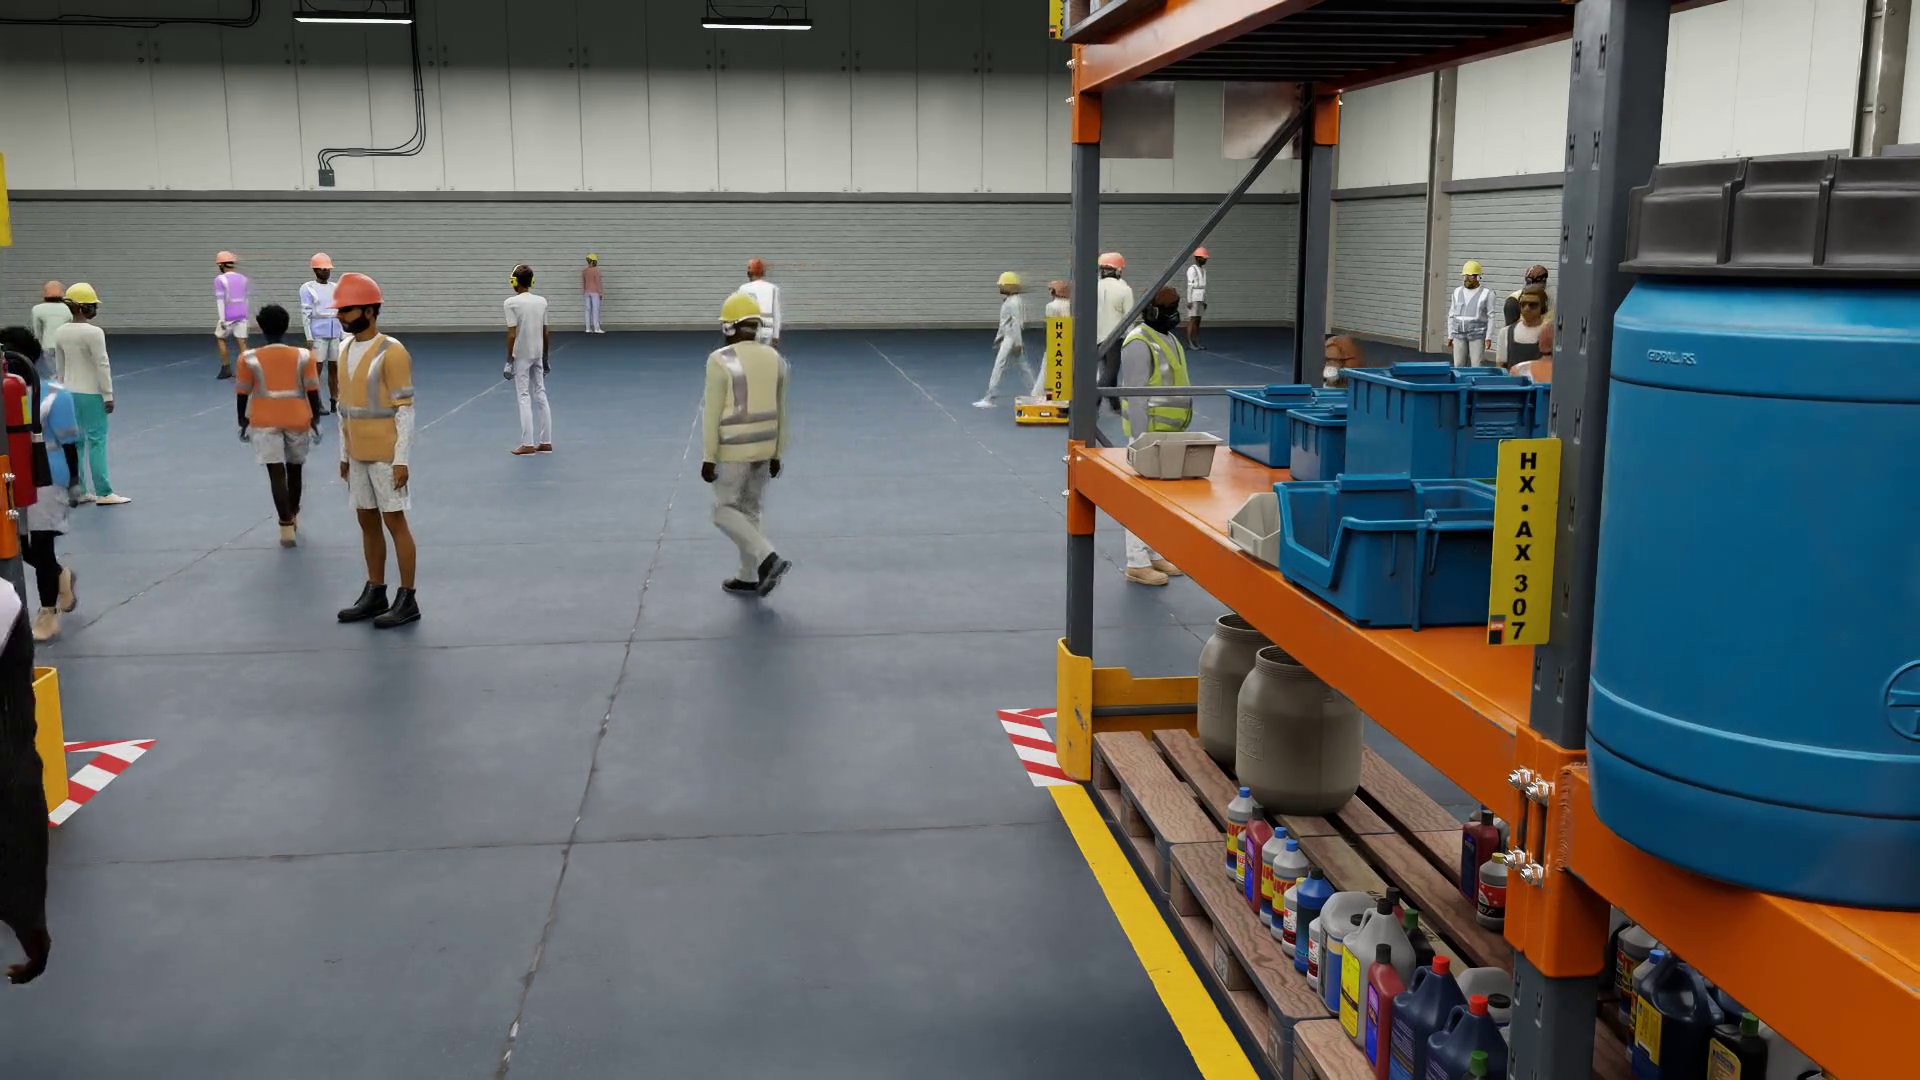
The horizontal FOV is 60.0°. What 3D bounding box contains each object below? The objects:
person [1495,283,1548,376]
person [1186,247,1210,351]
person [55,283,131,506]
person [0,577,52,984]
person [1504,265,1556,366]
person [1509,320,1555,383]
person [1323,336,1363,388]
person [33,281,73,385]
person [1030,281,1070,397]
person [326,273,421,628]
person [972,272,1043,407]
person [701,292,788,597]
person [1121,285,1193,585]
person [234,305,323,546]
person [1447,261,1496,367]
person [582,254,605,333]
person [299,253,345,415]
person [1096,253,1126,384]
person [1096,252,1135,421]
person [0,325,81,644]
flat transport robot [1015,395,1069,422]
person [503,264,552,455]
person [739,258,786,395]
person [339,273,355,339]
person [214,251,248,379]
[{"bbox_3d":[4.226,-1.001,12.375,0.524,1.808,0.954,8,13,39],"label":"person"},{"bbox_3d":[4.490,-4.530,31.317,0.388,1.932,0.551,8,13,37],"label":"person"},{"bbox_3d":[-6.952,-1.156,13.263,0.526,1.769,0.328,5,11,24],"label":"person"},{"bbox_3d":[-1.987,0.684,2.897,0.745,1.868,0.402,-6,12,-31],"label":"person"},{"bbox_3d":[5.914,-1.913,17.207,0.634,1.841,0.429,-4,11,-22],"label":"person"},{"bbox_3d":[3.579,-0.530,10.211,0.525,1.621,0.382,2,10,9],"label":"person"},{"bbox_3d":[1.966,-0.276,8.859,0.774,1.598,0.522,-10,14,-43],"label":"person"},{"bbox_3d":[-10.641,-2.244,19.651,0.503,1.615,0.500,-4,11,-20],"label":"person"},{"bbox_3d":[1.154,-2.350,20.267,0.512,1.595,0.868,-9,14,-42],"label":"person"},{"bbox_3d":[-3.227,-0.484,9.106,0.548,1.936,0.378,7,12,34],"label":"person"},{"bbox_3d":[0.642,-2.504,20.861,0.914,1.698,0.489,0,10,-2],"label":"person"},{"bbox_3d":[-1.229,-0.535,9.726,0.570,1.812,0.606,8,13,37],"label":"person"},{"bbox_3d":[1.223,-0.657,10.319,0.429,1.842,0.634,5,11,25],"label":"person"},{"bbox_3d":[-4.799,-0.818,11.701,0.554,1.643,0.859,-6,12,-32],"label":"person"},{"bbox_3d":[6.379,-2.569,20.826,0.599,1.830,0.404,9,14,41],"label":"person"},{"bbox_3d":[-8.126,-5.449,36.826,0.524,1.759,0.328,6,12,31],"label":"person"},{"bbox_3d":[-7.628,-2.472,20.009,0.361,1.938,0.545,7,12,33],"label":"person"},{"bbox_3d":[2.033,-3.066,23.349,0.590,1.909,0.659,0,10,-2],"label":"person"},{"bbox_3d":[1.728,-2.381,19.466,0.633,1.963,0.958,9,14,40],"label":"person"},{"bbox_3d":[-4.963,-0.324,8.941,0.536,1.675,0.674,0,10,2],"label":"person"},{"bbox_3d":[0.972,-1.534,19.434,0.652,0.197,1.431,0,10,2],"label":"flat transport robot"},{"bbox_3d":[-4.248,-1.761,16.298,0.323,1.870,0.518,8,13,38],"label":"person"},{"bbox_3d":[-2.452,-2.531,20.525,0.486,1.873,0.590,10,14,43],"label":"person"},{"bbox_3d":[-9.085,-3.152,24.665,0.511,1.594,0.801,-7,13,-35],"label":"person"},{"bbox_3d":[-10.952,-3.355,24.936,0.667,1.911,0.551,7,12,33],"label":"person"}]
